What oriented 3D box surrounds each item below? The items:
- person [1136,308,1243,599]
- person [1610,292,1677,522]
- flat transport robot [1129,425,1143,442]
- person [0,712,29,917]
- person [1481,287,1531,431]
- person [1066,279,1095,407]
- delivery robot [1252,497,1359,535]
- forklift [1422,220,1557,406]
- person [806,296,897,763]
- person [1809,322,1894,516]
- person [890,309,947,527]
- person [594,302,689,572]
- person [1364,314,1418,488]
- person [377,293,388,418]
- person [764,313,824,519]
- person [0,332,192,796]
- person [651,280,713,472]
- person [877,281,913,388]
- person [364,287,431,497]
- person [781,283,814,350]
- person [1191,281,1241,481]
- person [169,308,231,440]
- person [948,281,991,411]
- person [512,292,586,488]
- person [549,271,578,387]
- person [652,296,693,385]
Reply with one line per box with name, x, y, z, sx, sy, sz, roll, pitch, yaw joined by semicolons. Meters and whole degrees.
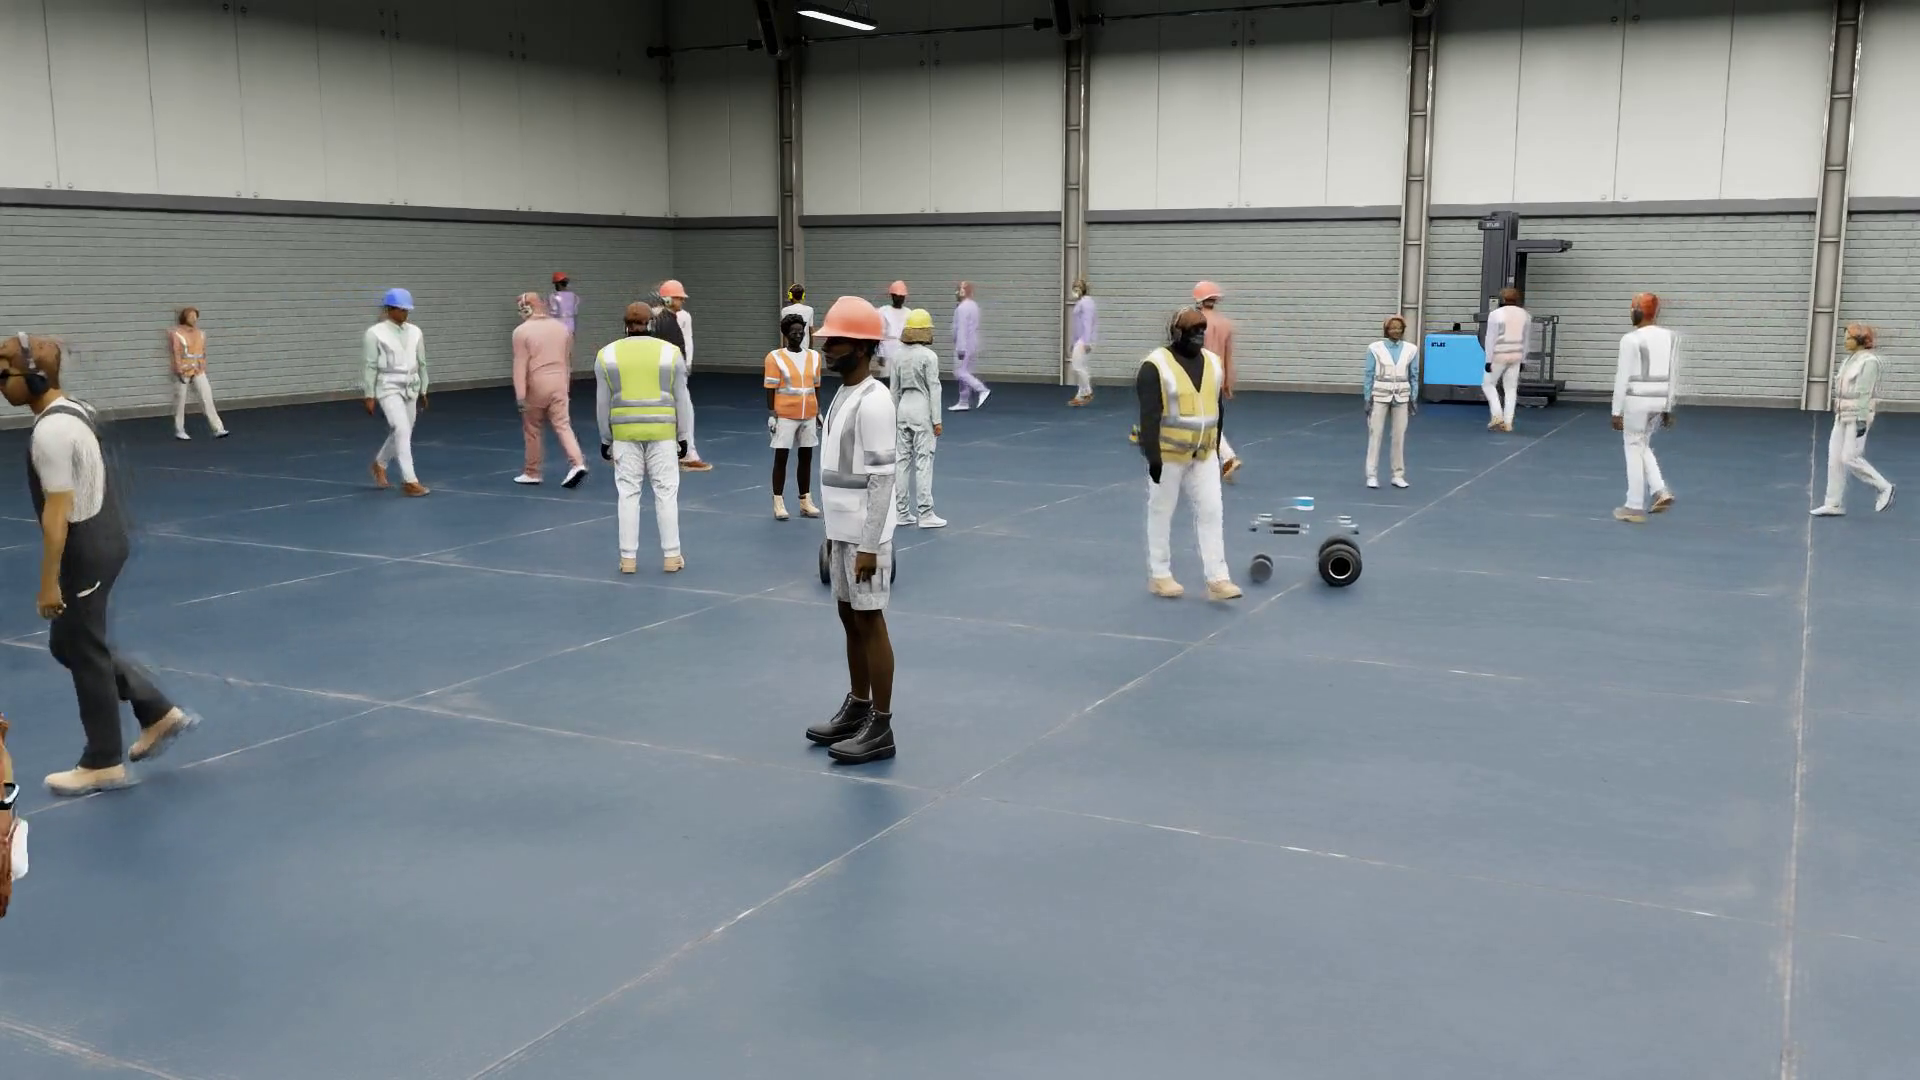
person;1.445;-0.512;10.266;0.661;1.812;0.832;-4;10;-26
person;5.588;-1.089;13.647;0.607;1.871;0.413;-5;10;-26
flat transport robot;2.480;-1.194;19.356;0.652;0.197;1.431;-2;9;-10
person;-1.170;0.955;1.910;0.886;1.573;0.513;-5;11;-29
person;6.981;-2.313;21.323;0.647;1.829;0.447;-2;10;-15
person;1.825;-2.953;24.983;0.402;1.920;0.714;-1;9;-5
delivery robot;2.304;-0.170;11.082;0.698;0.223;0.335;2;9;12
forklift;8.245;-3.527;25.720;1.873;2.768;1.129;5;10;27
person;-0.450;-0.048;7.020;0.350;1.942;0.545;-4;10;-21
person;7.459;-0.992;13.815;0.531;1.624;0.533;0;9;2
person;-0.335;-0.981;13.383;0.493;1.743;0.297;7;12;38
person;-2.159;-0.699;11.365;0.621;1.838;0.429;-1;9;-7
person;4.069;-1.313;15.747;0.518;1.639;0.310;0;9;-2
person;-7.906;-2.581;23.190;0.526;1.765;0.329;7;12;37
person;-1.369;-1.029;13.820;0.542;1.695;0.316;-6;11;-34
person;-3.425;0.095;6.511;0.500;1.820;0.536;-4;10;-26
person;-3.050;-1.675;17.012;0.912;1.963;0.612;1;9;8
person;-0.897;-2.565;22.622;0.558;1.918;0.765;-4;10;-21
person;-5.239;-1.379;15.357;0.907;1.908;0.614;6;11;32
person;-2.282;-2.645;23.264;0.518;1.869;0.326;-6;11;-34
person;2.444;-1.561;16.315;0.609;1.961;0.983;-7;11;-36
person;-9.240;-1.991;20.069;0.842;1.598;0.529;5;11;29
person;0.132;-2.815;24.234;0.578;1.896;0.643;2;9;13
person;-3.938;-1.421;15.801;0.937;1.852;0.669;8;12;40
person;-7.029;-3.717;29.369;0.446;2.037;0.617;8;12;40
person;-3.672;-2.259;20.942;0.663;1.844;1.045;0;9;1
